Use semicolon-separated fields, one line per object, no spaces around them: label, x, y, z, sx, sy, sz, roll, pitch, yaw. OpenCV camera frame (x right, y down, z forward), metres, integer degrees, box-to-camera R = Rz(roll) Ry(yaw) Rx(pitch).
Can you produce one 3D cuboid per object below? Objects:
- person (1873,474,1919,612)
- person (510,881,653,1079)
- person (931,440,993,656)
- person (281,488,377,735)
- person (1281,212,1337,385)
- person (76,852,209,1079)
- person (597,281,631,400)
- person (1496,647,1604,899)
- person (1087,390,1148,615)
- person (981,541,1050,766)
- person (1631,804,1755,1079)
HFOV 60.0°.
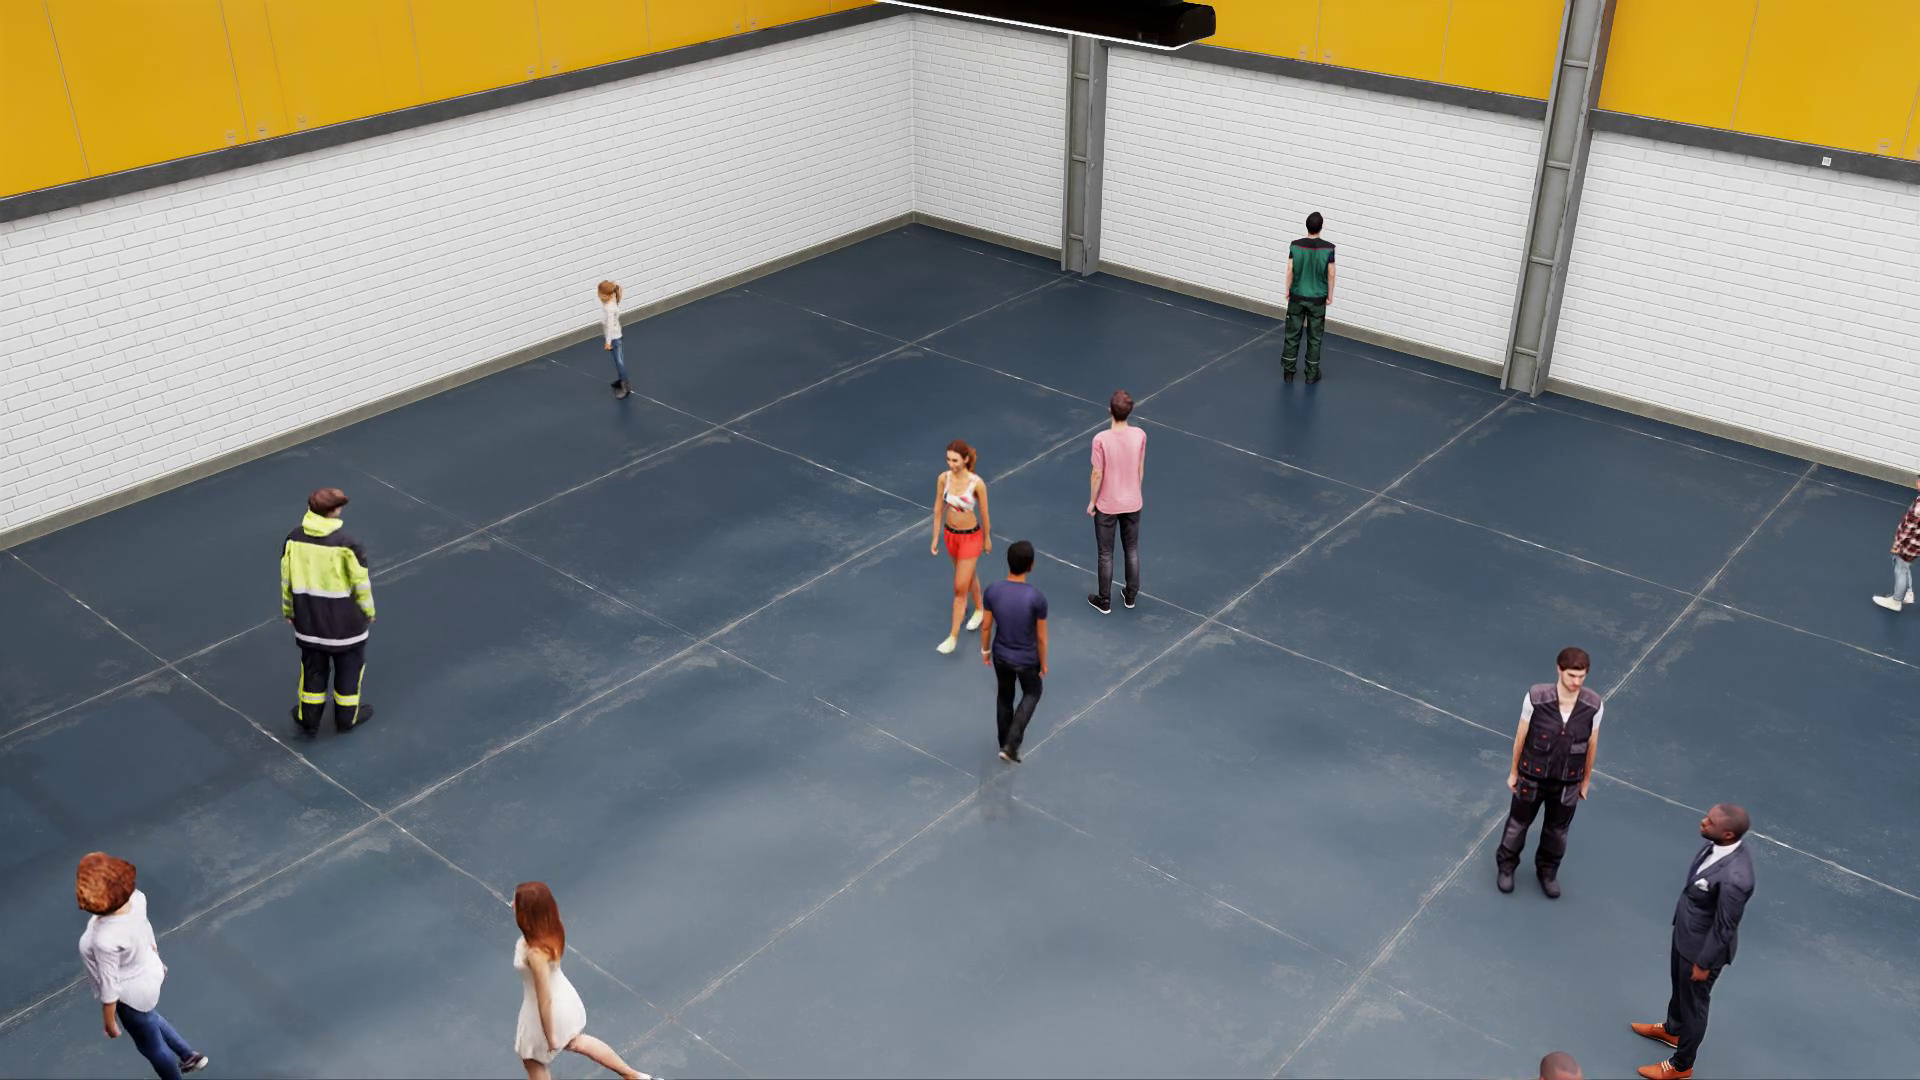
person;7.934;0.022;13.736;0.583;1.301;0.578;-21;35;-34
person;-2.084;2.479;8.823;1.100;1.691;0.953;1;29;2
person;0.070;-0.030;13.355;1.023;1.757;0.734;15;32;25
person;-4.646;0.539;12.111;0.967;1.948;1.100;-4;29;-7
person;3.757;-2.620;17.951;0.657;1.902;0.806;9;30;15
person;-4.356;2.387;8.978;0.843;1.704;0.781;-2;29;-4
person;-3.697;-2.189;17.785;0.685;1.303;0.601;2;29;4
person;3.729;1.464;10.523;0.698;1.844;0.807;5;29;9
person;1.296;-0.305;13.648;0.724;1.958;0.742;-8;30;-14
person;0.368;0.868;11.693;0.808;1.771;0.852;9;30;16
person;4.094;2.204;9.189;0.756;1.824;0.784;7;29;13
